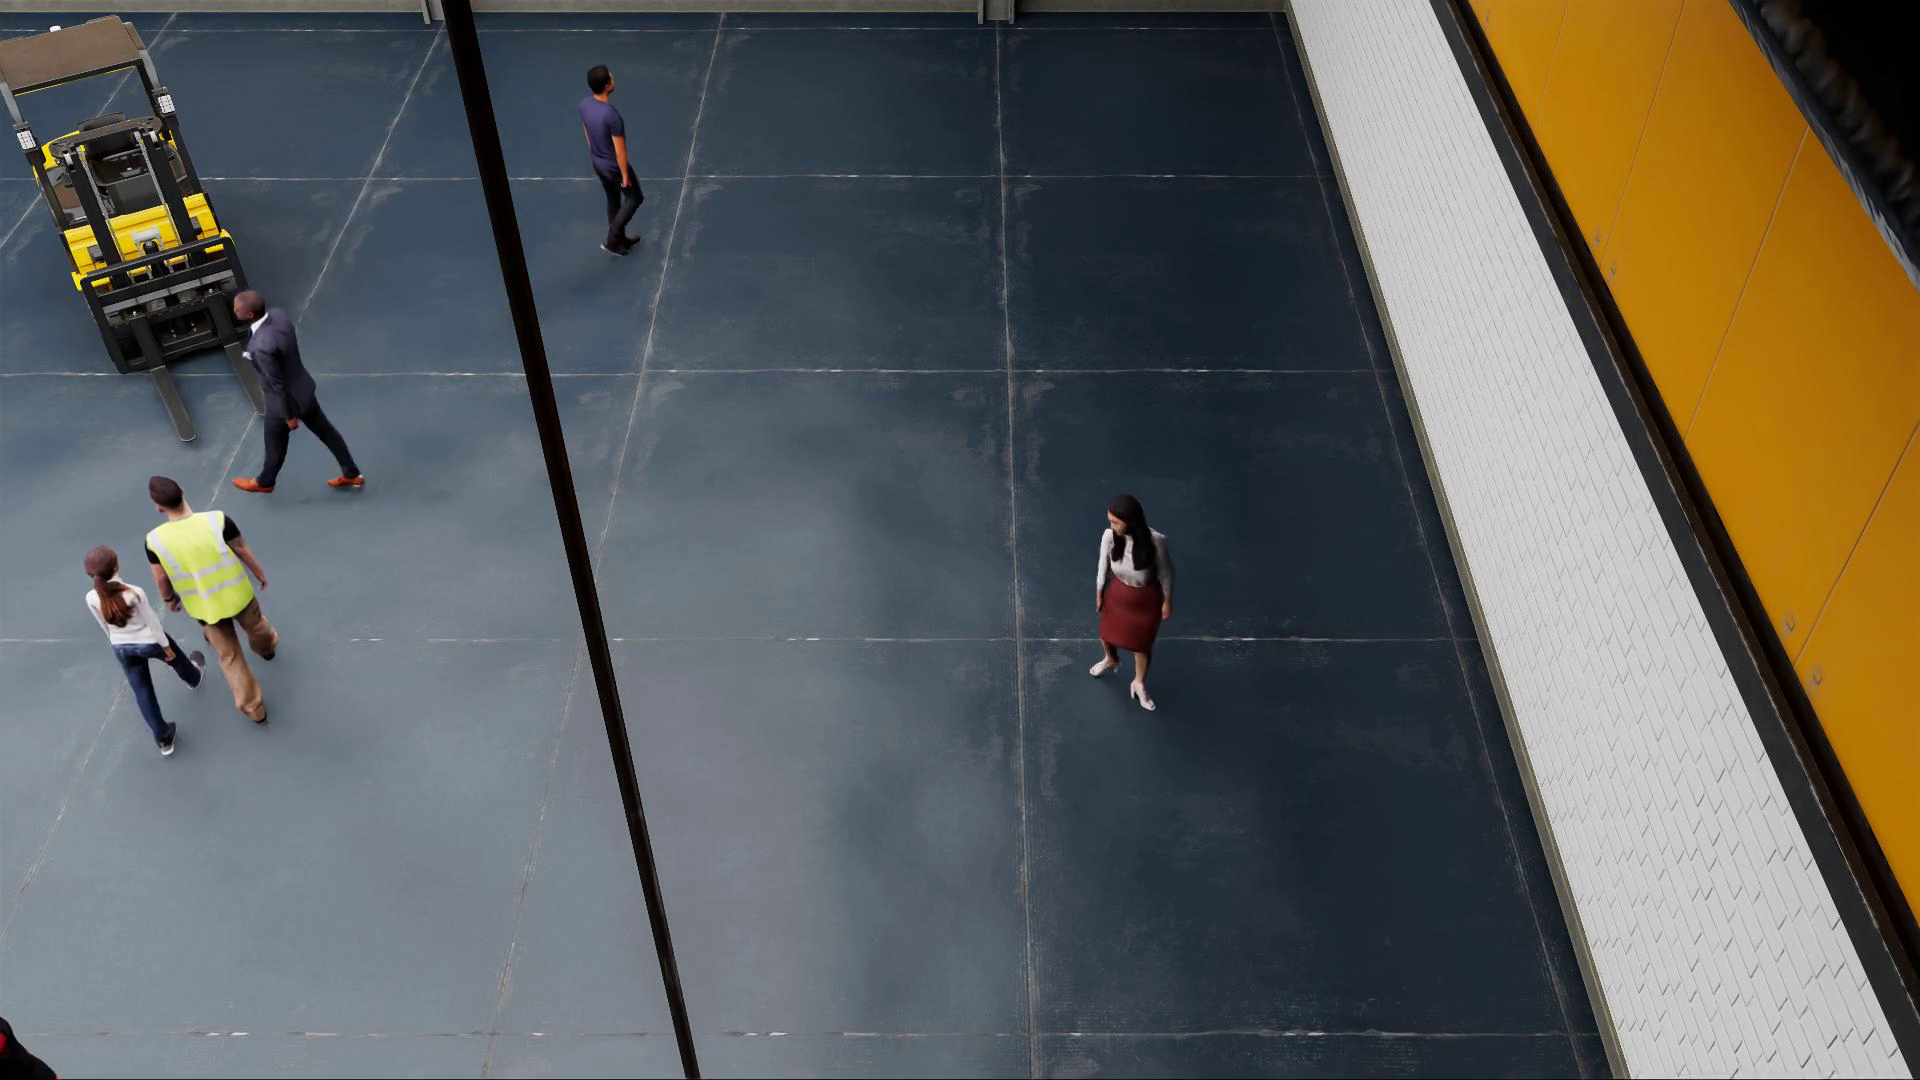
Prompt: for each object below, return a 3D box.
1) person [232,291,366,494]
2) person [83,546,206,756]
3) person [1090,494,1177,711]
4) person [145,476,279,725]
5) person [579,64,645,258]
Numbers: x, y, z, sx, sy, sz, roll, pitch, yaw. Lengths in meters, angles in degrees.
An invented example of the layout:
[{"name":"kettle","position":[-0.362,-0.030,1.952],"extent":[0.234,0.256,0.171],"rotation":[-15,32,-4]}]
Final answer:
[{"name":"person","position":[-4.719,-1.019,11.933],"extent":[1.135,1.777,0.710],"rotation":[0,44,-1]},{"name":"person","position":[-5.090,0.724,10.288],"extent":[0.985,1.522,0.741],"rotation":[-6,44,-6]},{"name":"person","position":[1.144,0.399,10.473],"extent":[0.624,1.737,0.806],"rotation":[5,44,5]},{"name":"person","position":[-4.638,0.398,10.433],"extent":[1.188,1.795,1.147],"rotation":[-21,47,-20]},{"name":"person","position":[-3.039,-3.166,14.184],"extent":[0.836,1.780,0.894],"rotation":[27,50,26]}]
